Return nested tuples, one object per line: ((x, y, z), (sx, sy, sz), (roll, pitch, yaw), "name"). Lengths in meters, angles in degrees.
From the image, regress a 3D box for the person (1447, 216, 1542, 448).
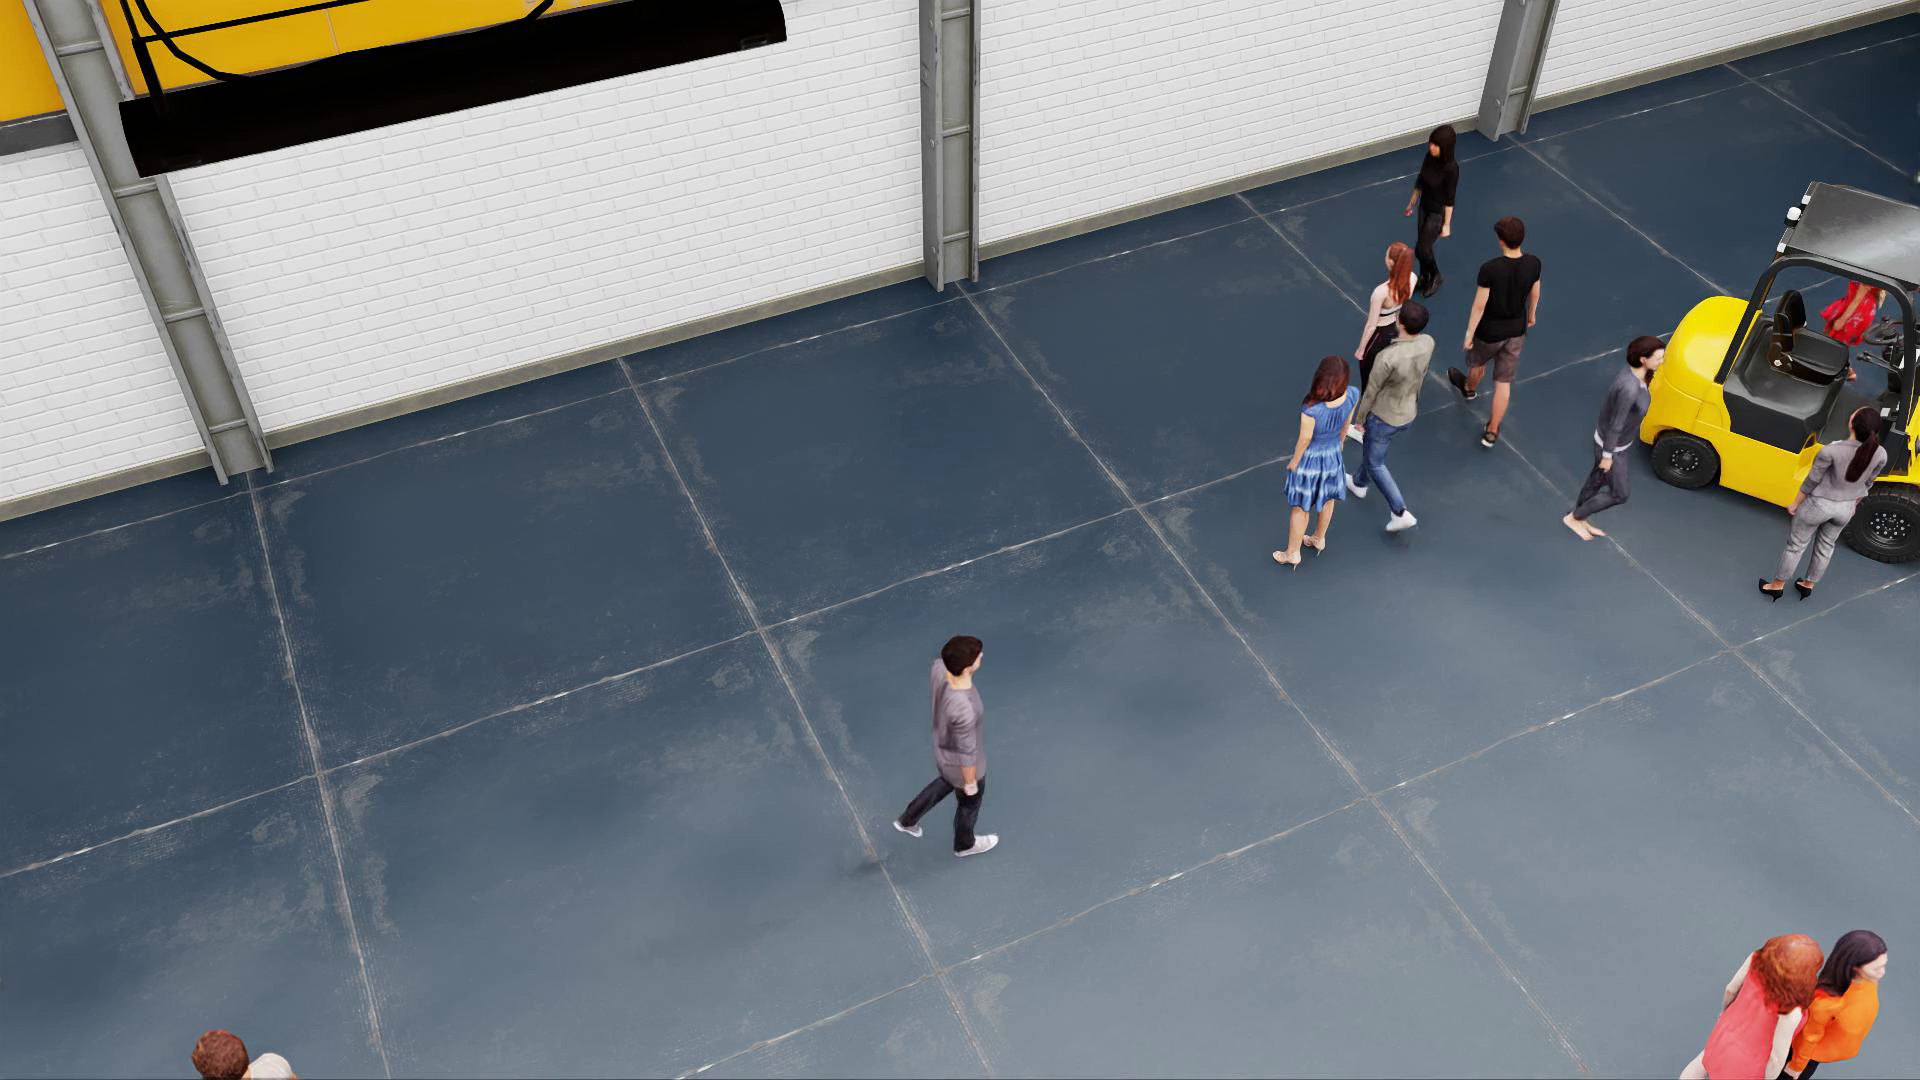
((4.069, -1.513, 12.508), (1.173, 1.804, 1.076), (-3, 44, -3), "person")

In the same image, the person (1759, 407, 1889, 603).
((5.853, -0.218, 11.240), (0.672, 1.679, 0.774), (0, 44, 0), "person")

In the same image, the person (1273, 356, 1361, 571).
((2.460, -0.533, 11.478), (0.546, 1.806, 0.754), (-24, 49, -23), "person")

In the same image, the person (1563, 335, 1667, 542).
((4.523, -0.718, 11.703), (0.805, 1.764, 0.734), (18, 46, 18), "person")

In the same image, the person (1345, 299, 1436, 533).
((3.100, -0.850, 11.782), (1.072, 1.844, 0.874), (-26, 49, -24), "person")

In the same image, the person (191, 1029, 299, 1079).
((-3.232, 2.872, 7.836), (0.798, 1.898, 0.703), (20, 47, 20), "person")

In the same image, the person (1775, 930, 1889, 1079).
((4.256, 2.507, 8.329), (0.583, 1.748, 0.733), (-30, 51, -28), "person")

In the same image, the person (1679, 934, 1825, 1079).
((3.880, 2.518, 8.259), (0.600, 1.828, 0.647), (-6, 44, -6), "person")

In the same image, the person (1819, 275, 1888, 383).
((7.018, -1.719, 12.884), (0.800, 1.583, 0.749), (22, 48, 21), "person")

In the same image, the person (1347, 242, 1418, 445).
((3.182, -1.483, 12.521), (0.494, 1.742, 0.680), (-26, 49, -24), "person")

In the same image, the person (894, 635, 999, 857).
((-0.087, 1.250, 9.584), (0.880, 1.836, 0.731), (-13, 45, -13), "person")

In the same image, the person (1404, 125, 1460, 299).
((4.038, -2.767, 13.955), (0.611, 1.624, 0.614), (-15, 46, -16), "person")
